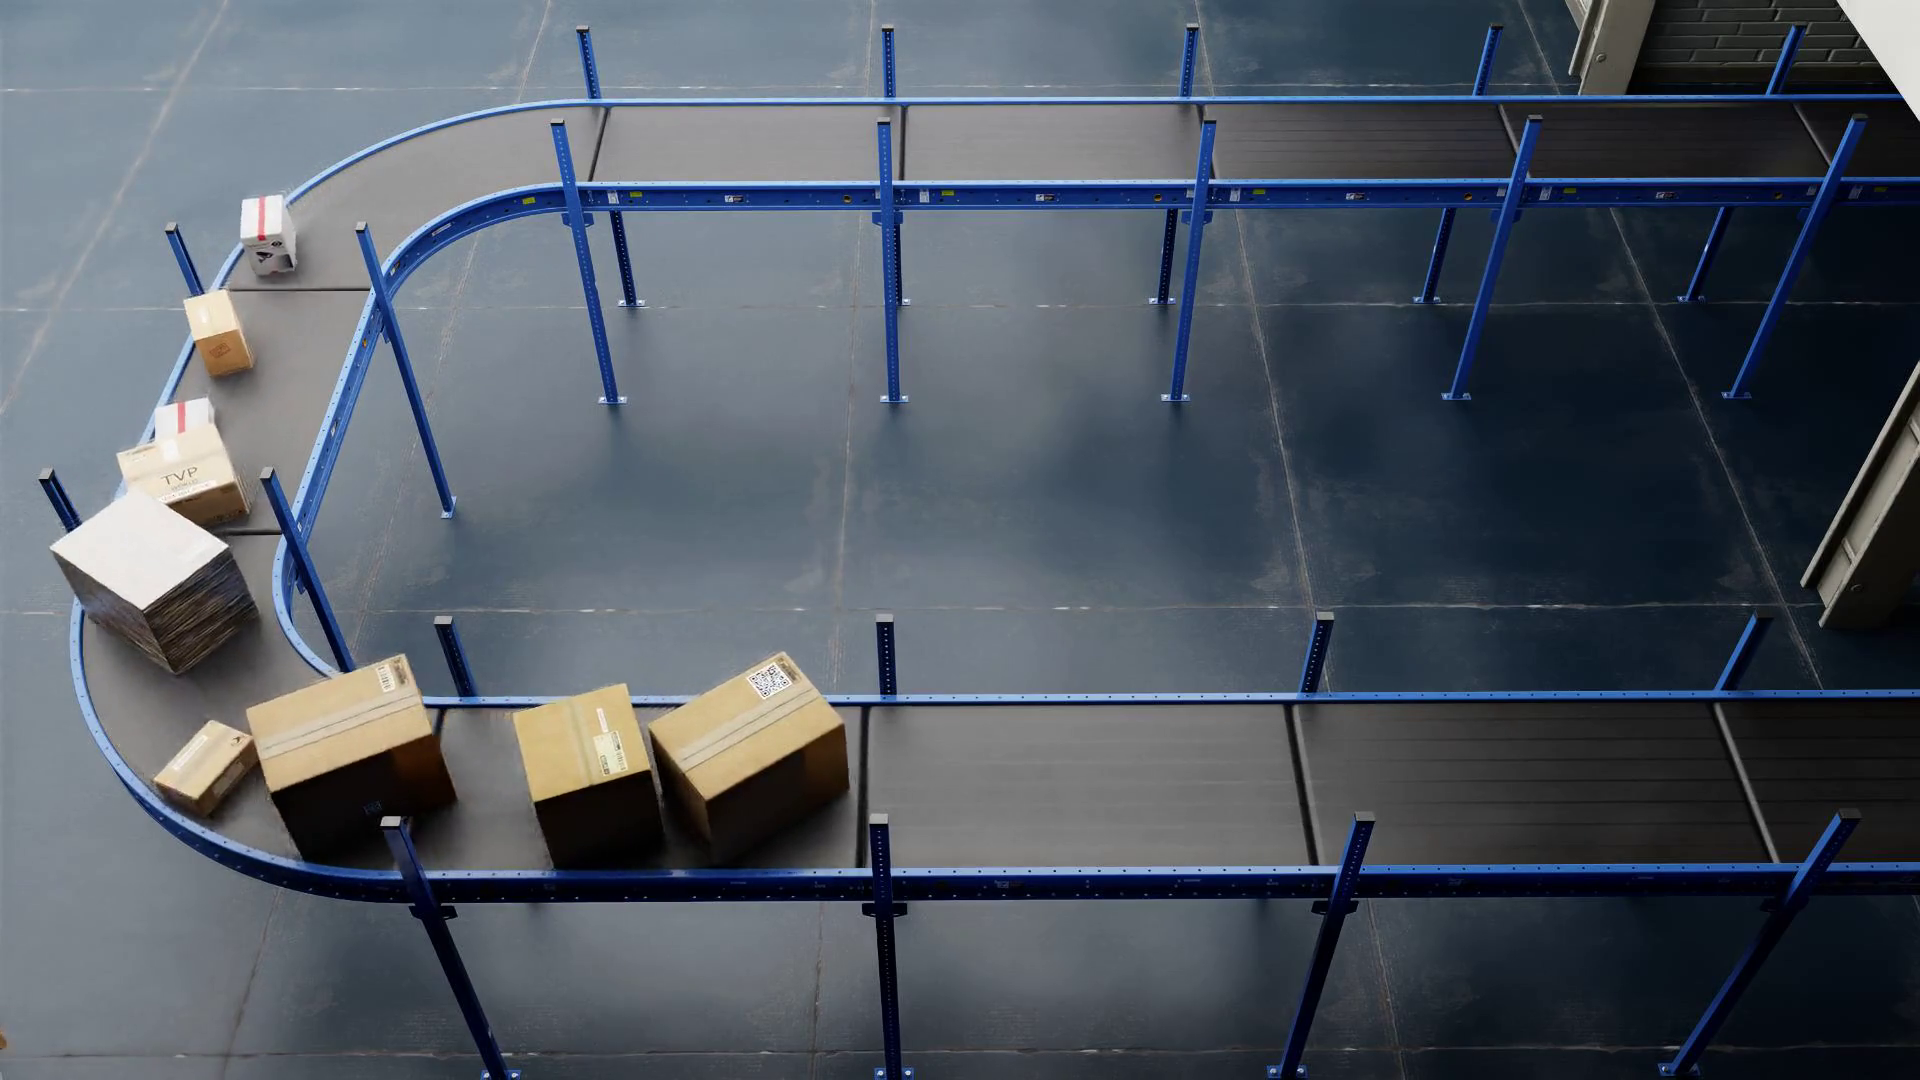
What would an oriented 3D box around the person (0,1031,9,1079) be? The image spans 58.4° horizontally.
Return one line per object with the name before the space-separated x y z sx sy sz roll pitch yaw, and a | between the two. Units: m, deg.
person | -4.700 2.366 7.756 0.688 1.924 0.654 26 52 22
